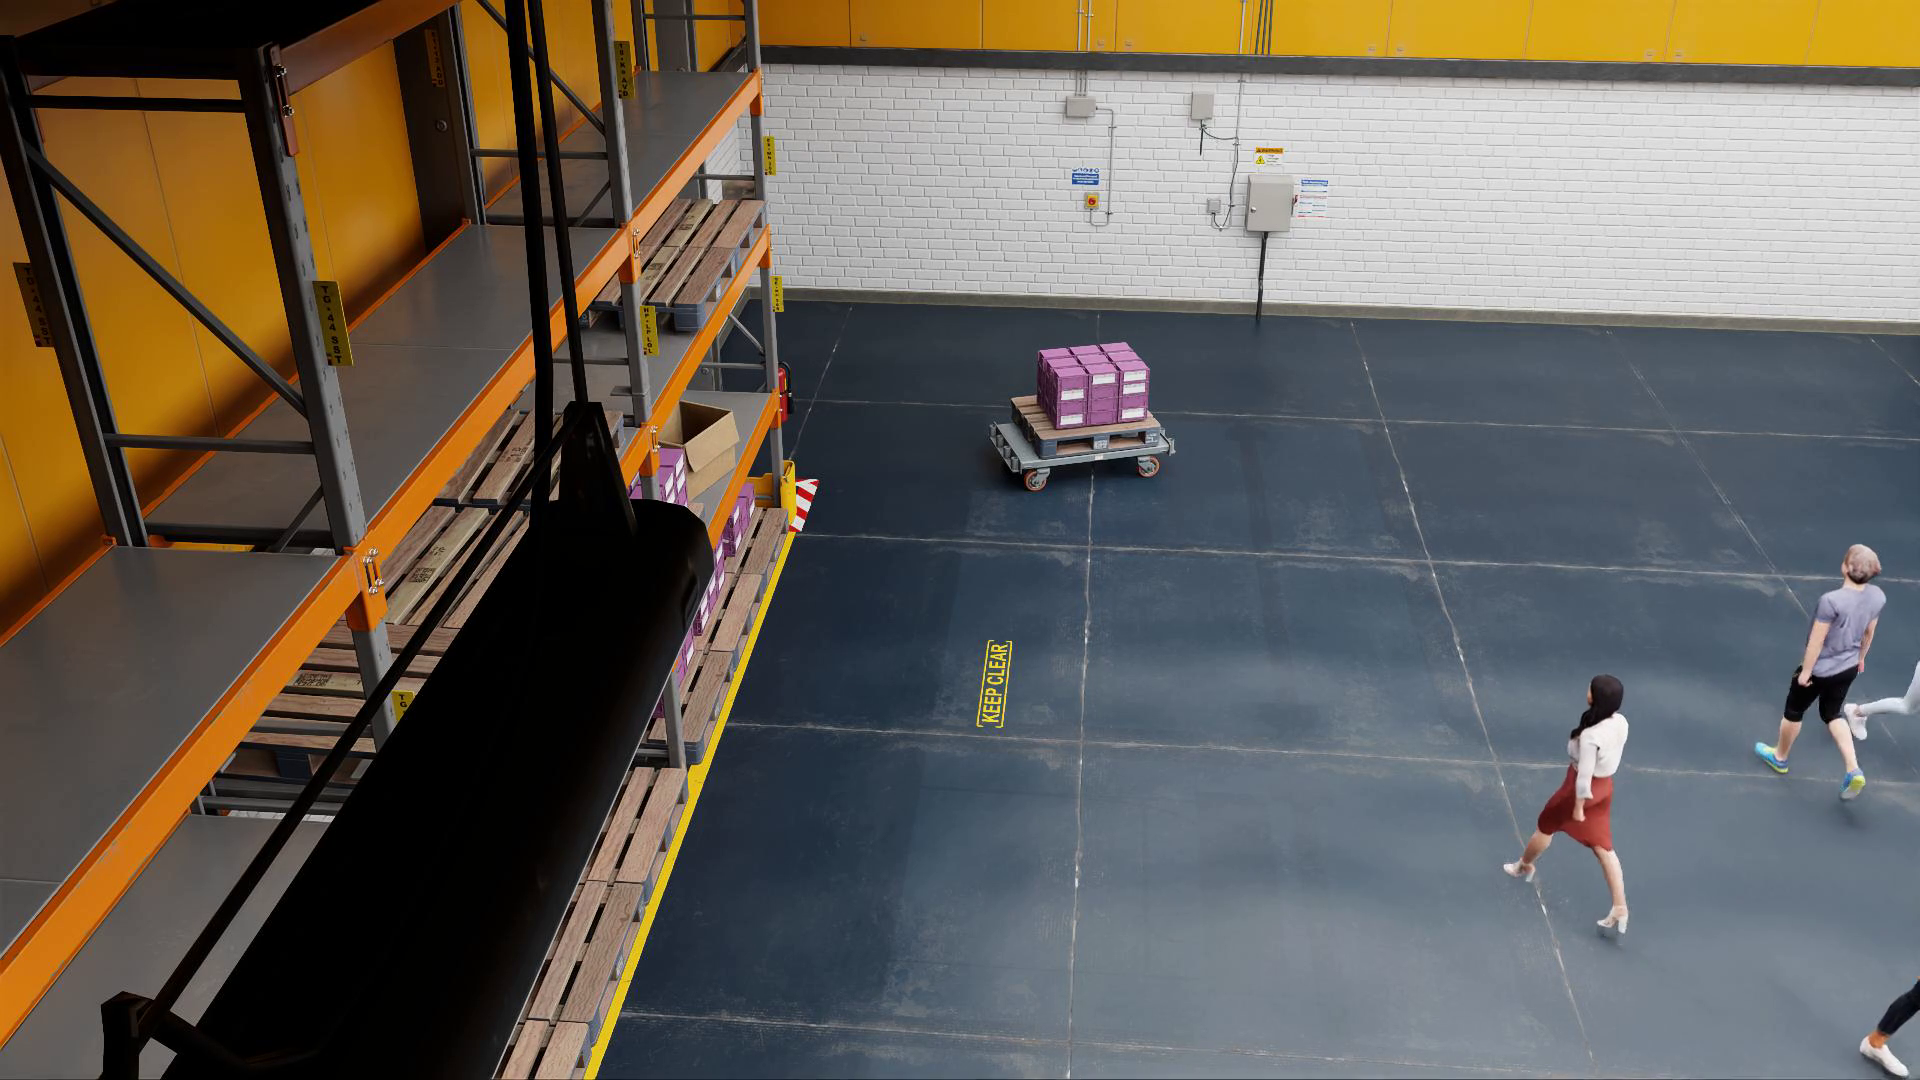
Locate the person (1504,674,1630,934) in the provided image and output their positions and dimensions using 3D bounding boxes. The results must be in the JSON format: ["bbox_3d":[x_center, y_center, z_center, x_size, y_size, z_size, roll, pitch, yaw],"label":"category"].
[{"bbox_3d":[3.931,1.644,10.238,1.062,1.704,1.177,-19,34,-31],"label":"person"}]

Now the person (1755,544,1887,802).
[{"bbox_3d":[6.007,0.928,11.380,0.898,1.867,1.170,-7,29,-13],"label":"person"}]
